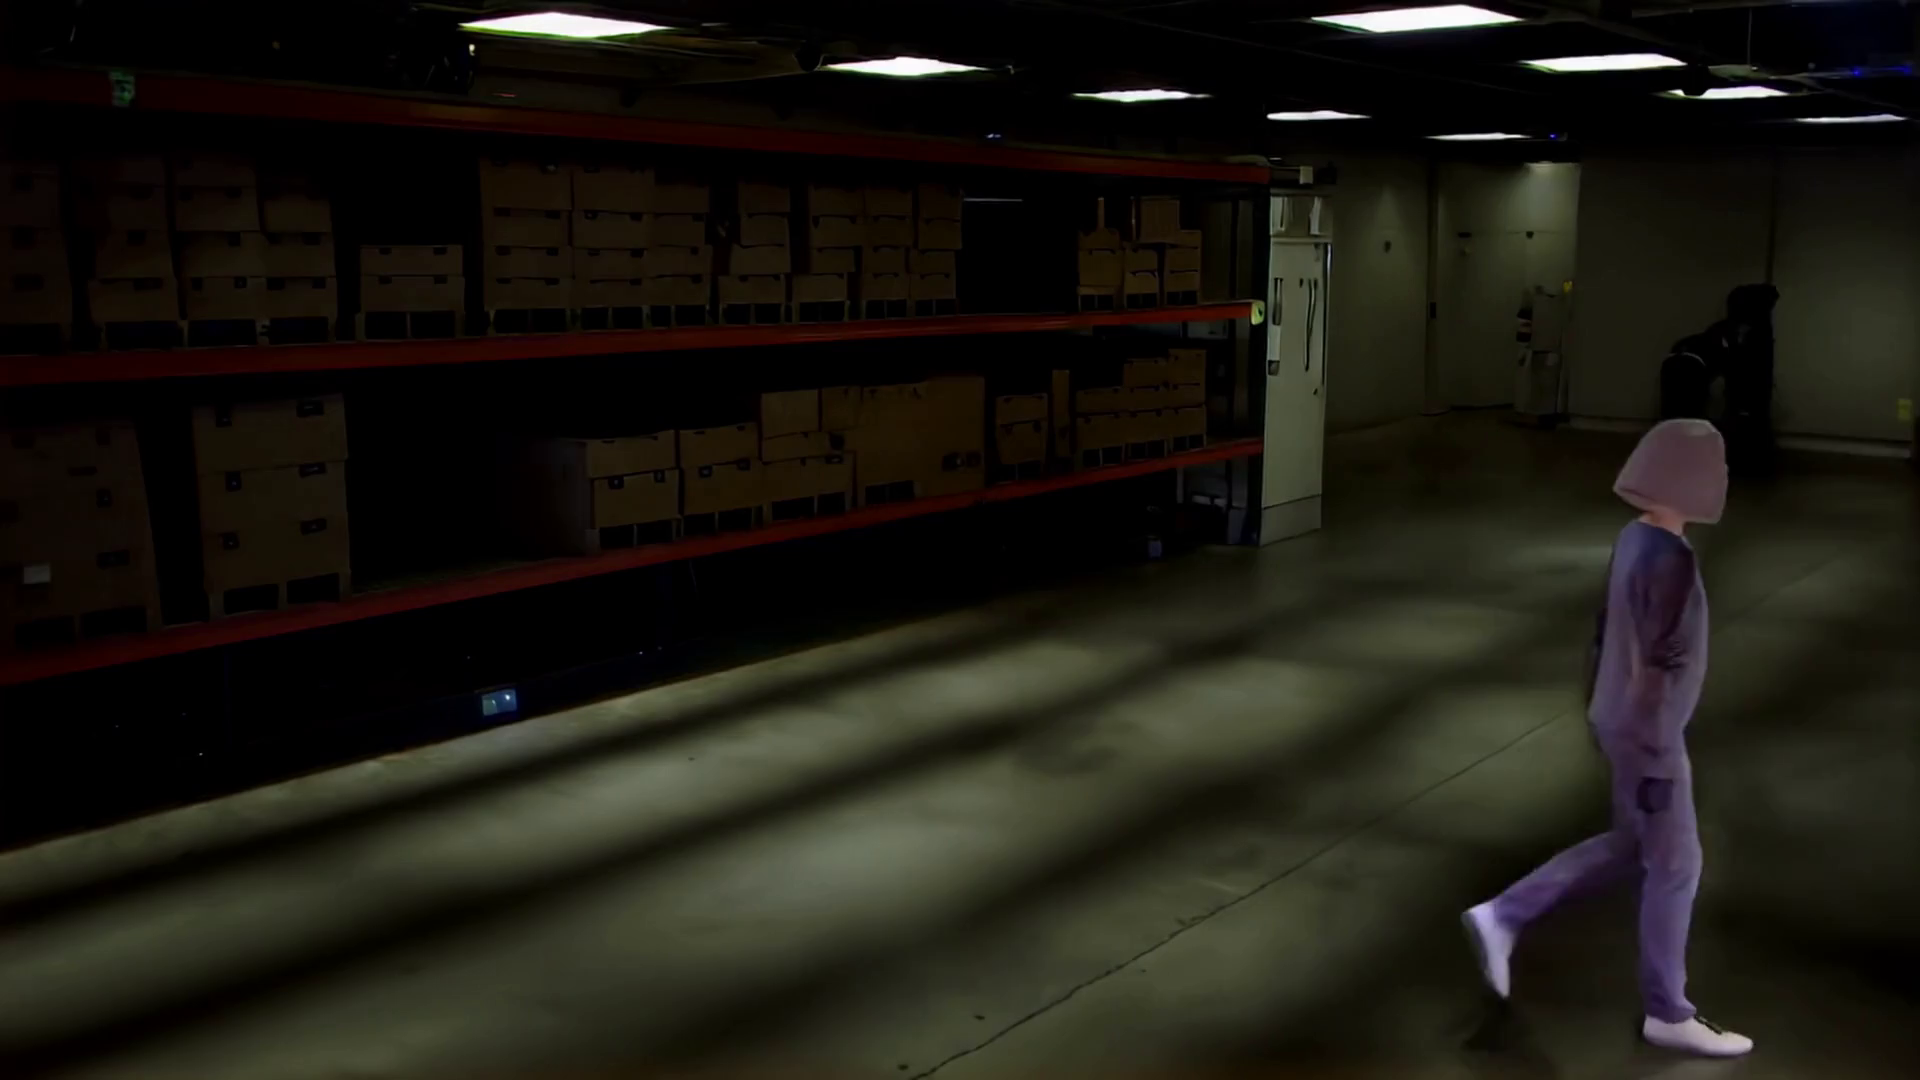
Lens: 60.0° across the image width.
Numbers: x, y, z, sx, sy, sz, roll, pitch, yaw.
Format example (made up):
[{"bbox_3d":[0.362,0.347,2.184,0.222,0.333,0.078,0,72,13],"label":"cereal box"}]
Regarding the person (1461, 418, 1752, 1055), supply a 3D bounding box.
[{"bbox_3d":[1.664,0.488,4.190,0.637,1.612,0.506,2,10,14],"label":"person"}]
